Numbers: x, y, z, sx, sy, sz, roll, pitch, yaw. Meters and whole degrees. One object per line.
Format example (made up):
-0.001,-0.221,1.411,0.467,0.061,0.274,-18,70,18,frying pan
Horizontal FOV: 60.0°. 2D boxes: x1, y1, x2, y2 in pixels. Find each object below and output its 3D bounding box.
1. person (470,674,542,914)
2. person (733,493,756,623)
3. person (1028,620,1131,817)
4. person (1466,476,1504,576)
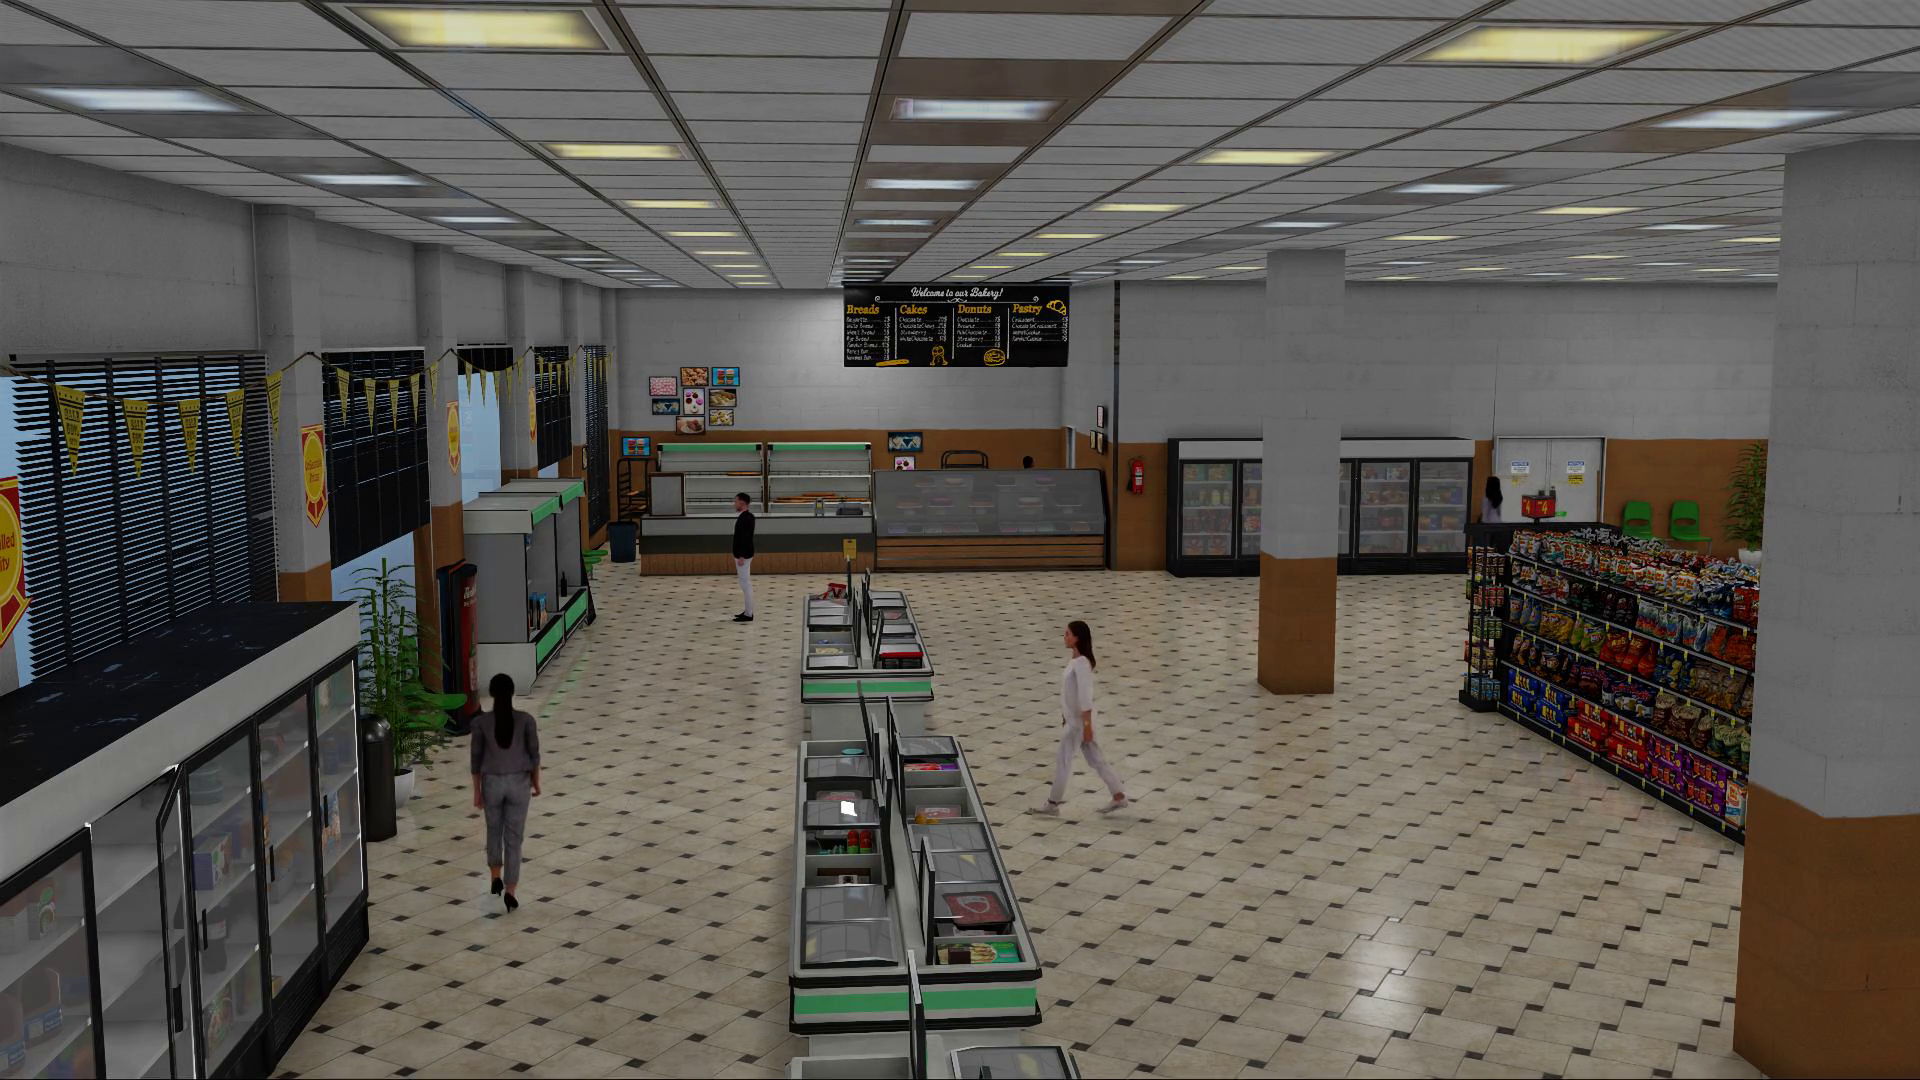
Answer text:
-3.181,1.789,11.629,0.624,1.658,0.726,-1,7,-7,person
-3.064,0.235,23.733,0.729,1.839,0.519,0,7,0,person
1.088,1.521,13.882,0.801,1.650,1.061,1,7,6,person
8.952,-0.181,27.781,0.918,1.694,1.216,-3,8,-25,person
